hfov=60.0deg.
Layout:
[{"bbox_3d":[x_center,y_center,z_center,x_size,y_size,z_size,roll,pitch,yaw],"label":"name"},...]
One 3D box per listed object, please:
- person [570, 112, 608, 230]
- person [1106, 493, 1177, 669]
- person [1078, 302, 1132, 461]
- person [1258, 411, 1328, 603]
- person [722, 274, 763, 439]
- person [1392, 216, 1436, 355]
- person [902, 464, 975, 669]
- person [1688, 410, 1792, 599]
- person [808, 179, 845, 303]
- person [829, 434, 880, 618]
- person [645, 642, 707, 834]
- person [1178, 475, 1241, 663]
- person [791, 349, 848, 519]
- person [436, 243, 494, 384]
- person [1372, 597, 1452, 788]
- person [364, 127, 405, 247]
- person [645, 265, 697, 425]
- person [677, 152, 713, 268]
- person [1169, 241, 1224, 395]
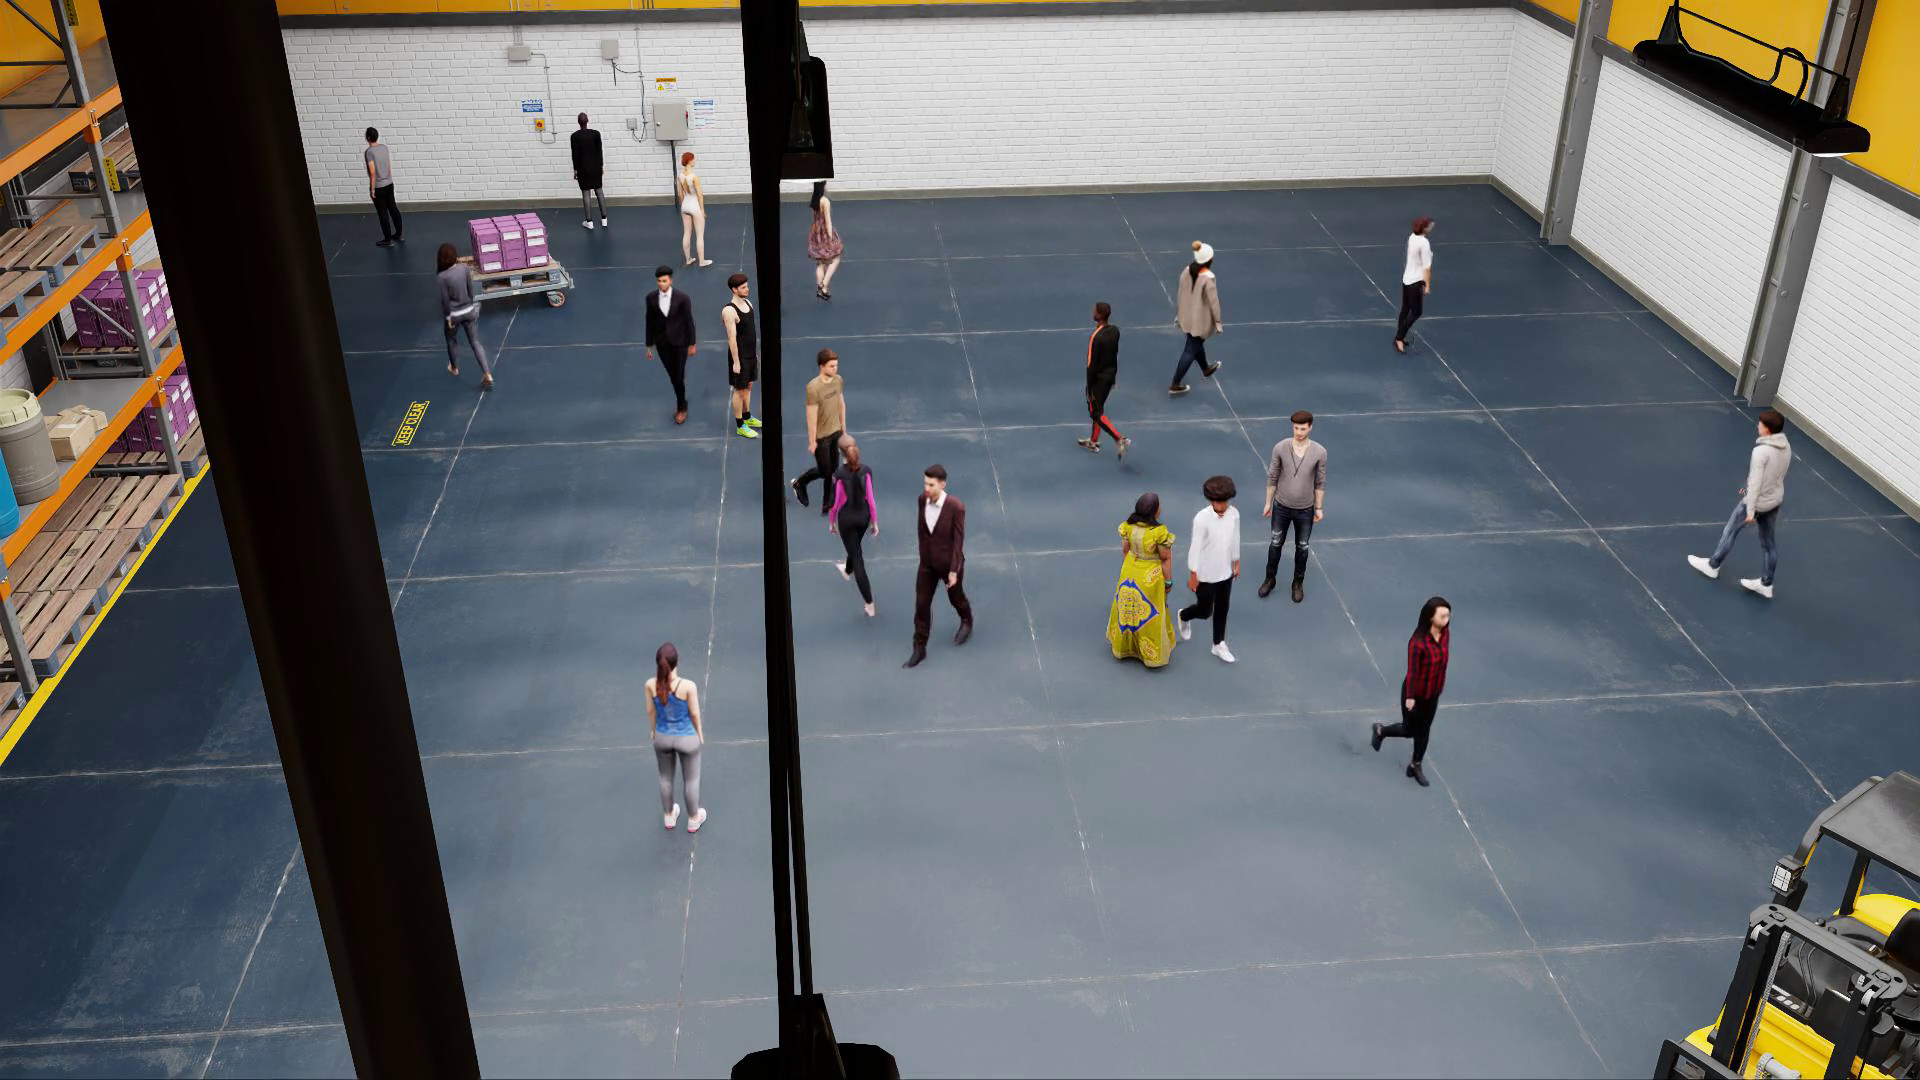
[{"bbox_3d":[-5.677,-5.660,25.447,0.717,1.761,0.694,-14,32,-24],"label":"person"},{"bbox_3d":[1.618,0.336,14.559,0.998,1.660,1.040,19,34,31],"label":"person"},{"bbox_3d":[1.612,-1.708,18.176,1.118,1.785,1.032,24,37,37],"label":"person"},{"bbox_3d":[3.124,-0.335,15.536,0.773,1.903,0.707,8,29,13],"label":"person"},{"bbox_3d":[-2.458,-2.105,18.793,0.828,1.892,0.665,8,30,14],"label":"person"},{"bbox_3d":[5.707,-3.216,20.945,0.722,1.780,0.568,-11,31,-20],"label":"person"},{"bbox_3d":[-0.113,0.170,14.692,1.097,1.824,1.275,15,32,26],"label":"person"},{"bbox_3d":[7.581,-0.298,15.558,0.989,1.816,1.181,-16,32,-27],"label":"person"},{"bbox_3d":[-1.916,-4.047,22.491,0.858,1.759,0.799,-21,35,-33],"label":"person"},{"bbox_3d":[-0.955,-0.088,15.312,0.879,1.684,1.250,-12,31,-22],"label":"person"},{"bbox_3d":[-2.128,1.487,12.501,0.618,1.611,0.621,4,29,8],"label":"person"},{"bbox_3d":[2.178,0.214,14.640,0.927,1.797,1.038,-19,34,-31],"label":"person"},{"bbox_3d":[-1.441,-1.102,17.013,1.008,1.835,0.957,22,35,34],"label":"person"},{"bbox_3d":[-5.966,-2.692,20.039,1.040,1.728,1.222,-22,36,-34],"label":"person"},{"bbox_3d":[3.557,1.152,13.081,0.827,1.644,0.944,-19,34,-31],"label":"person"},{"bbox_3d":[-8.608,-5.271,24.741,0.758,1.754,0.623,11,30,19],"label":"person"},{"bbox_3d":[-3.287,-2.307,19.191,0.822,1.865,0.830,6,29,11],"label":"person"},{"bbox_3d":[-3.854,-4.751,23.903,0.620,1.643,0.642,15,32,26],"label":"person"},{"bbox_3d":[2.735,-2.615,19.777,1.130,1.844,1.215,-18,33,-29],"label":"person"}]
